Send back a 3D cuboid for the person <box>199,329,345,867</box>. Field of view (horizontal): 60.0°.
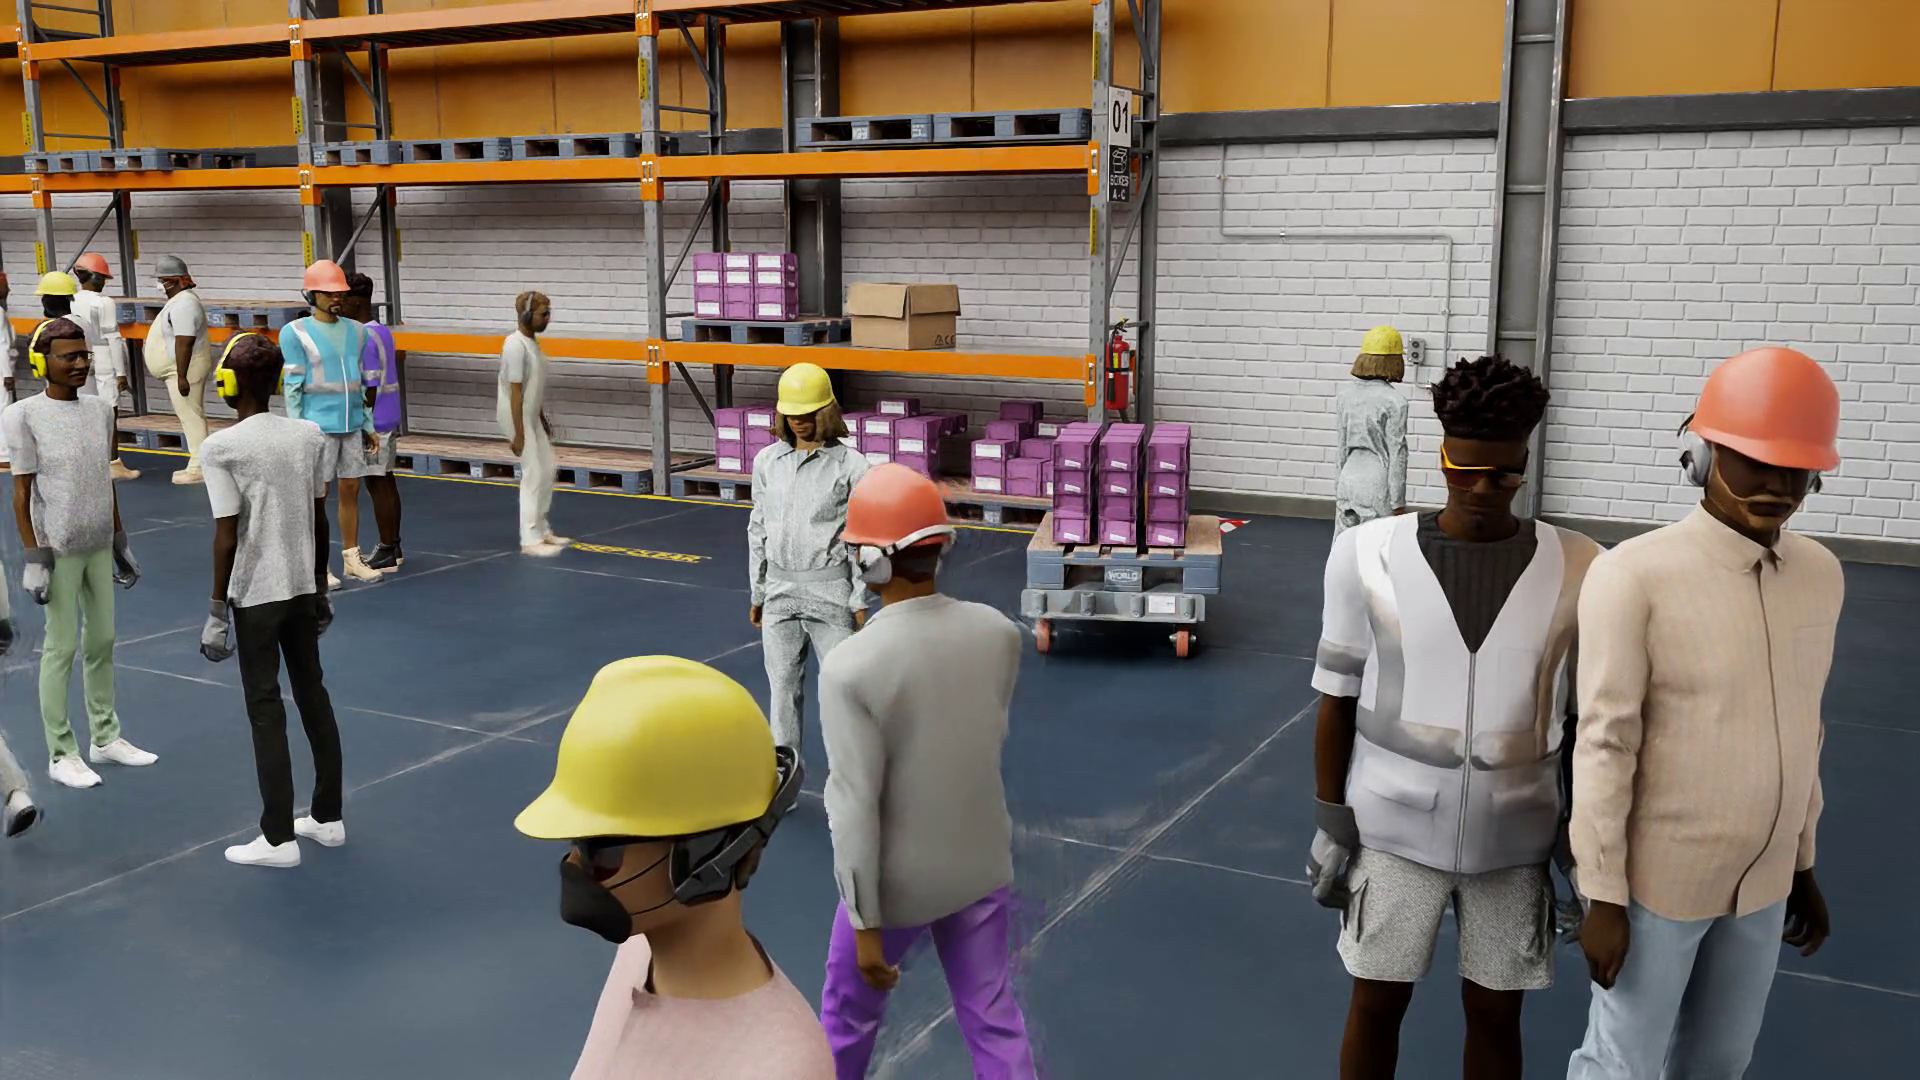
[{"bbox_3d":[-2.411,0.209,5.791,0.328,1.874,0.521,5,12,27],"label":"person"}]

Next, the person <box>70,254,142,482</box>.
[{"bbox_3d":[-7.712,-1.535,14.910,0.607,2.034,0.389,4,11,19],"label":"person"}]

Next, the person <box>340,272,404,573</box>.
[{"bbox_3d":[-3.854,-0.753,10.861,0.380,1.945,0.603,-1,10,-7],"label":"person"}]

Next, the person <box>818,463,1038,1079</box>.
[{"bbox_3d":[-0.103,0.685,3.626,0.571,1.706,0.881,-9,13,-39],"label":"person"}]

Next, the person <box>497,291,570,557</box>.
[{"bbox_3d":[-2.942,-0.786,11.382,0.432,1.825,0.570,0,10,0],"label":"person"}]

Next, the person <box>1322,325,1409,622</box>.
[{"bbox_3d":[2.141,-0.240,8.640,0.343,1.735,0.484,-6,12,-30],"label":"person"}]

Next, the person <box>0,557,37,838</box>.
[{"bbox_3d":[-3.560,0.331,5.783,0.349,1.623,0.529,4,11,21],"label":"person"}]

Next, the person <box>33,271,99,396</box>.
[{"bbox_3d":[-6.688,-1.045,12.504,0.361,1.930,0.587,-2,11,-11],"label":"person"}]

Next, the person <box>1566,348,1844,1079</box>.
[{"bbox_3d":[1.413,0.633,3.145,0.610,1.989,0.391,-4,11,-23],"label":"person"}]

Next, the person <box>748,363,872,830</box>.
[{"bbox_3d":[-0.559,0.214,6.132,0.484,1.737,0.307,3,11,15],"label":"person"}]

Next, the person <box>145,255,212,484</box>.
[{"bbox_3d":[-6.968,-1.525,14.835,0.536,2.000,0.684,-4,11,-20],"label":"person"}]

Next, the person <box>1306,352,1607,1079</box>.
[{"bbox_3d":[1.018,0.597,3.424,0.600,1.959,0.380,2,11,11],"label":"person"}]

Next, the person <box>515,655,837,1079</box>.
[{"bbox_3d":[-0.289,0.986,1.818,0.317,1.769,0.523,-5,12,-28],"label":"person"}]

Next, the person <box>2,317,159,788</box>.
[{"bbox_3d":[-3.540,0.046,6.690,0.328,1.872,0.513,3,11,17],"label":"person"}]

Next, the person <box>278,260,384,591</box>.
[{"bbox_3d":[-3.899,-0.714,10.381,0.377,2.044,0.608,7,12,33],"label":"person"}]
